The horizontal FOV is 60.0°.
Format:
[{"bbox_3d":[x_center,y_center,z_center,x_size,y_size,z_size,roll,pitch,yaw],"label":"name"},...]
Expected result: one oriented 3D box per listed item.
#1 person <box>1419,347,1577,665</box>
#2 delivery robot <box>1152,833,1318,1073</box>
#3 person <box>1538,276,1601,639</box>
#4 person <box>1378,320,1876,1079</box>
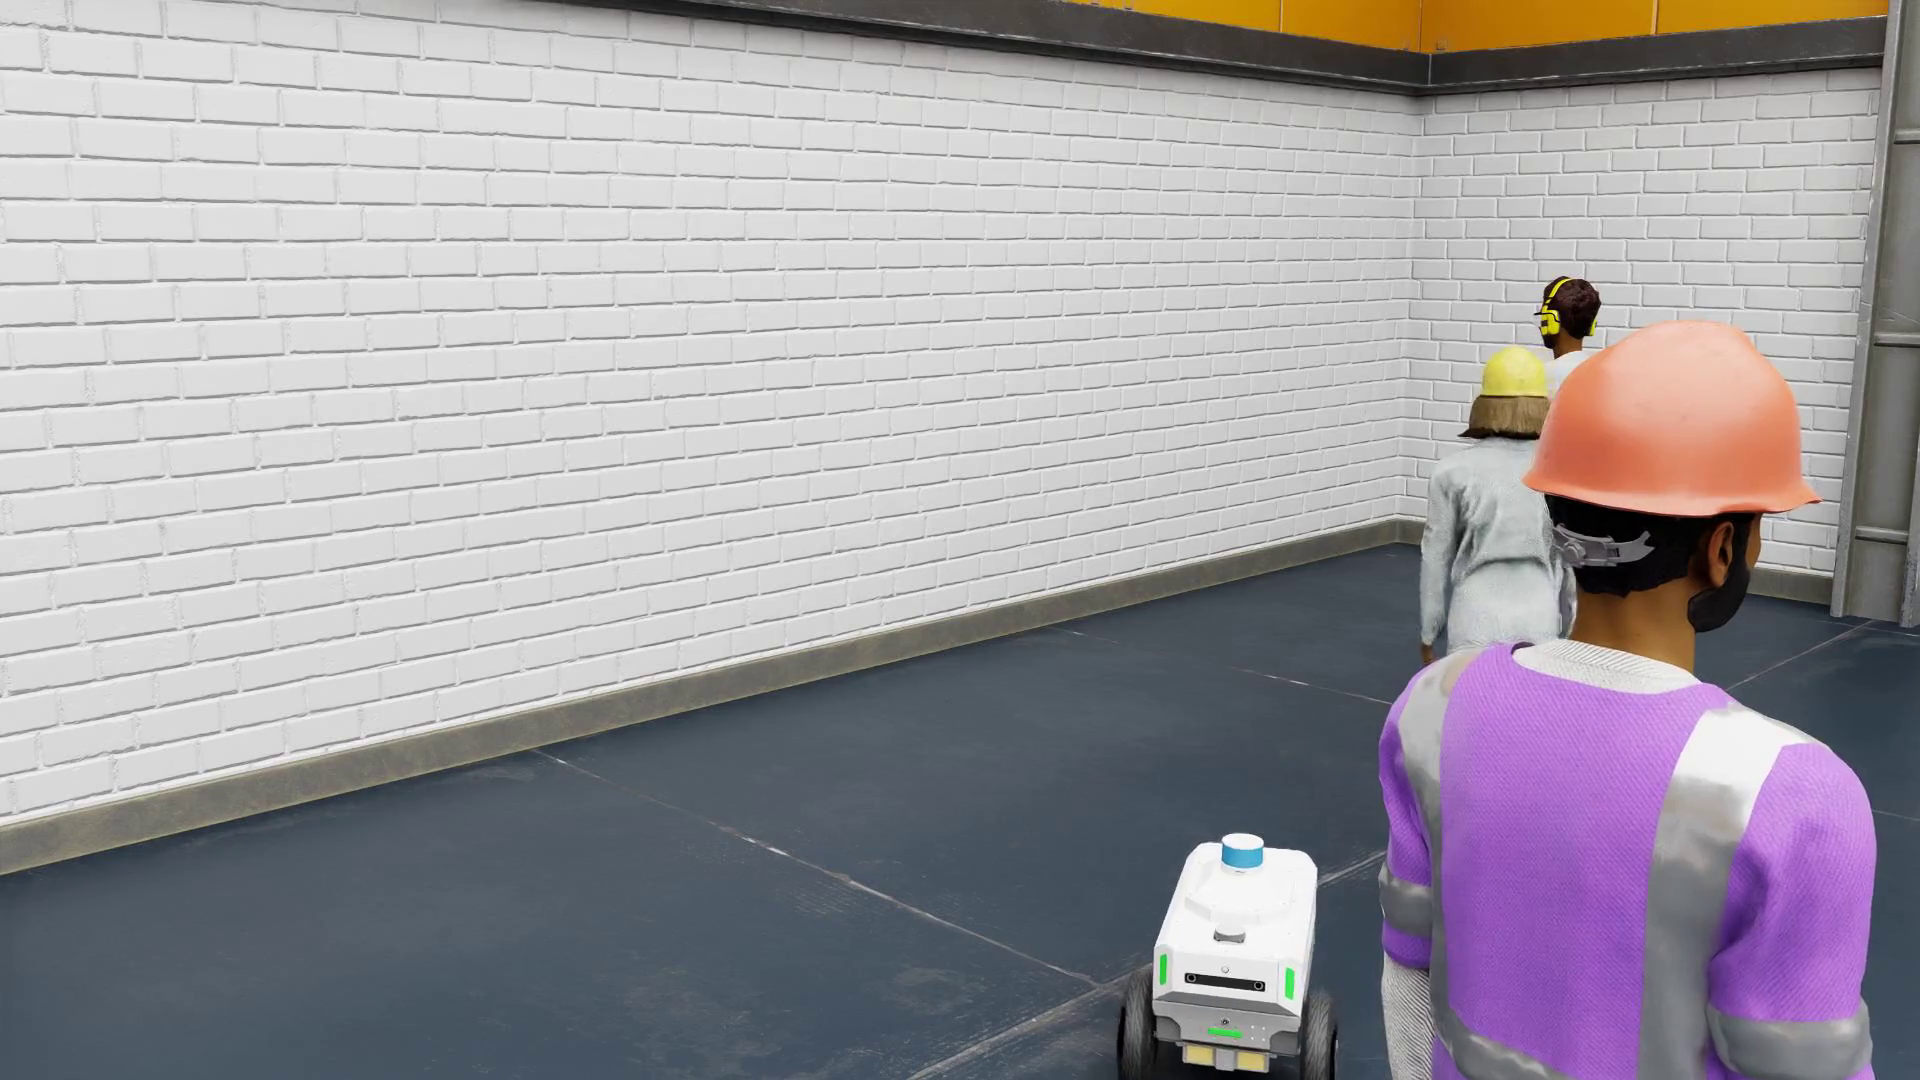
[{"bbox_3d":[1.644,0.277,4.993,0.487,1.693,0.905,0,10,2],"label":"person"},{"bbox_3d":[0.687,0.965,4.083,0.477,0.478,0.707,3,11,15],"label":"delivery robot"},{"bbox_3d":[2.288,-0.063,6.356,0.526,1.869,0.315,-6,12,-28],"label":"person"},{"bbox_3d":[0.692,0.741,1.784,0.354,1.938,0.544,-7,13,-34],"label":"person"}]
